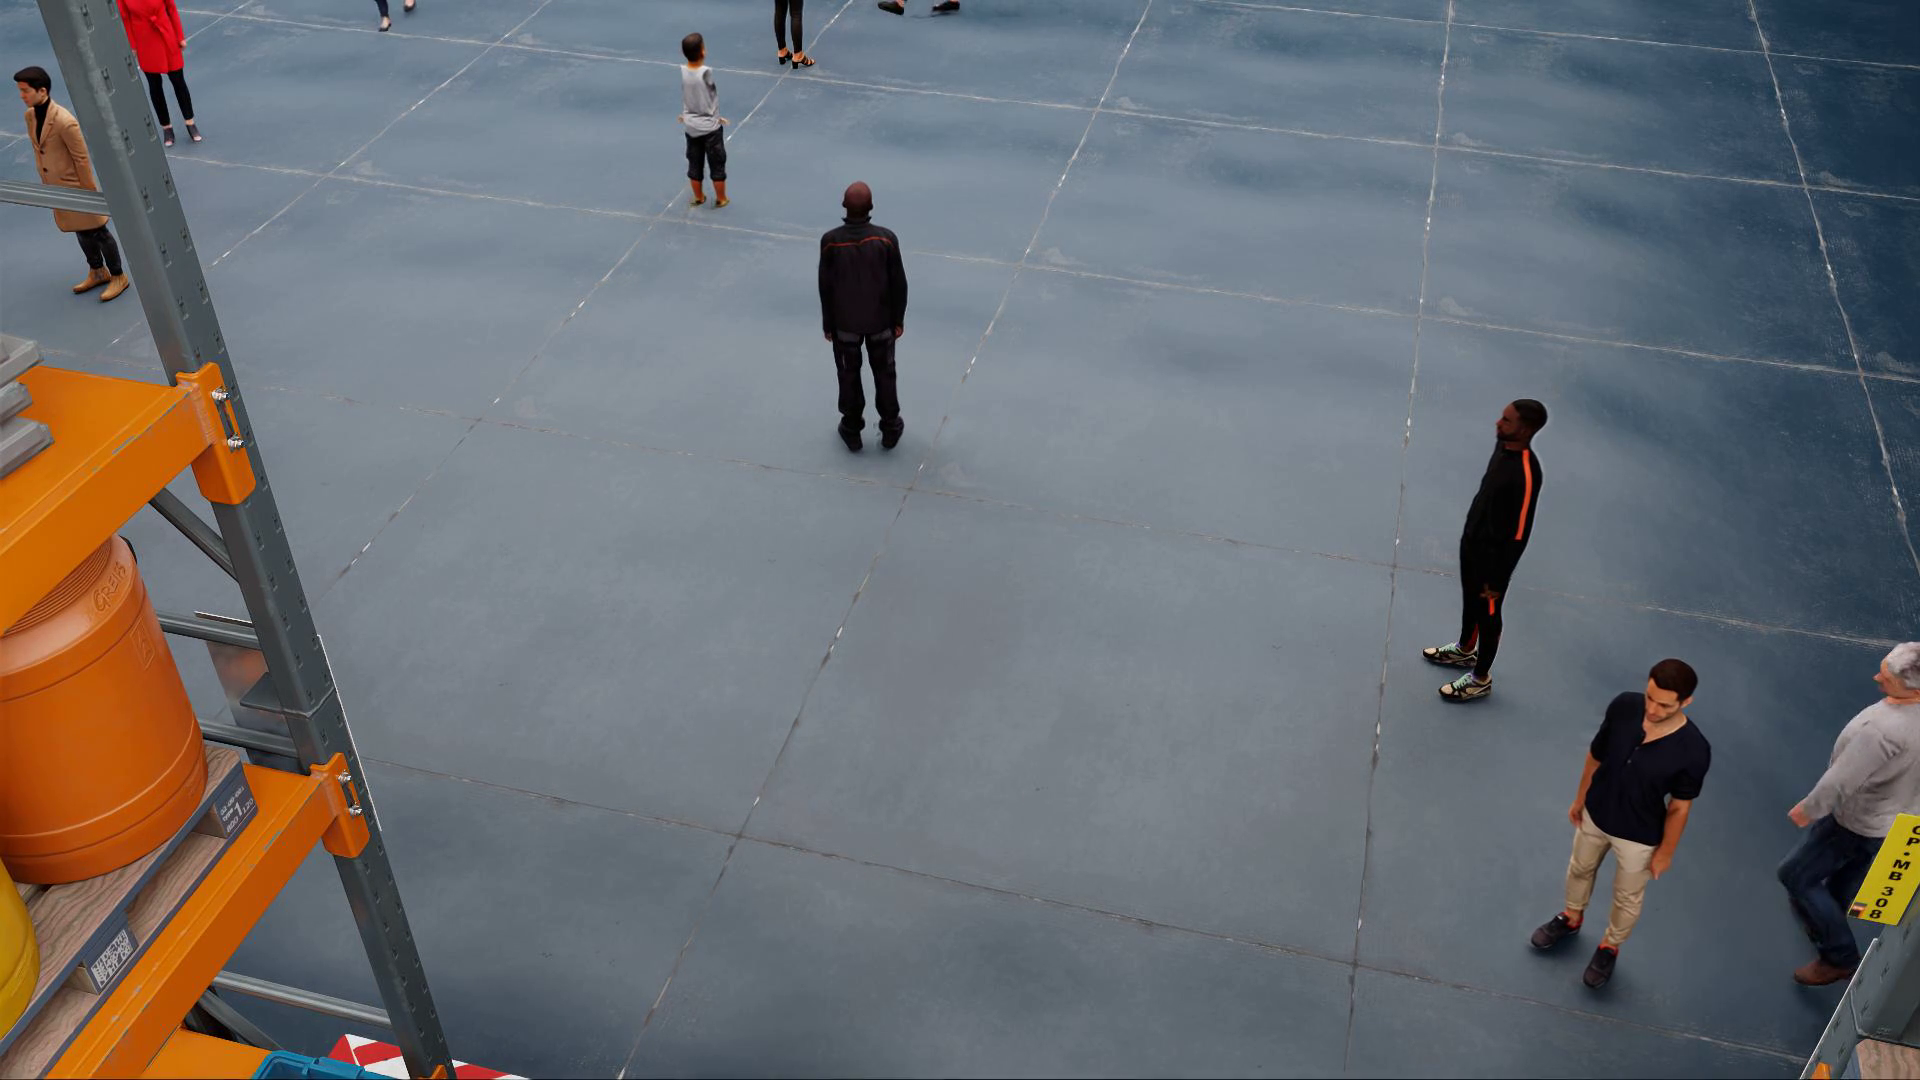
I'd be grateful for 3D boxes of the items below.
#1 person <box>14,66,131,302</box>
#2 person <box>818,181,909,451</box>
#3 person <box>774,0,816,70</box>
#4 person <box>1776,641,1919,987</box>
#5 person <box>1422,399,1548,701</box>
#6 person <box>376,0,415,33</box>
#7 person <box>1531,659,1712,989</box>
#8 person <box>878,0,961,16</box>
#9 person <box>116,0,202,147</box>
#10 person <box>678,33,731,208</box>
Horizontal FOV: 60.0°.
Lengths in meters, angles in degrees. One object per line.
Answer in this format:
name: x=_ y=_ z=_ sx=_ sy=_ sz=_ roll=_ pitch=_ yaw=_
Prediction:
person: x=-6.396 y=-2.579 z=11.967 sx=0.693 sy=1.727 sz=0.683 roll=17 pitch=41 yaw=21
person: x=-0.606 y=-1.383 z=10.358 sx=0.778 sy=1.825 sz=0.728 roll=-3 pitch=38 yaw=-4
person: x=-1.599 y=-5.237 z=15.385 sx=0.696 sy=1.703 sz=0.710 roll=31 pitch=48 yaw=33
person: x=3.830 y=1.193 z=7.024 sx=0.944 sy=1.876 sz=1.008 roll=-14 pitch=40 yaw=-18
person: x=2.740 y=0.042 z=8.551 sx=0.752 sy=1.808 sz=0.577 roll=-1 pitch=38 yaw=-2
person: x=-5.618 y=-5.926 z=16.282 sx=0.774 sy=1.682 sz=1.159 roll=2 pitch=38 yaw=2
person: x=2.832 y=1.179 z=7.067 sx=0.755 sy=1.846 sz=0.720 roll=-25 pitch=45 yaw=-29
person: x=-0.215 y=-6.006 z=16.390 sx=0.927 sy=1.674 sz=1.090 roll=-3 pitch=38 yaw=-4
person: x=-6.776 y=-4.197 z=14.017 sx=0.738 sy=1.749 sz=0.787 roll=-15 pitch=40 yaw=-18
person: x=-2.048 y=-3.359 z=13.184 sx=0.586 sy=1.456 sz=0.494 roll=7 pitch=39 yaw=9
